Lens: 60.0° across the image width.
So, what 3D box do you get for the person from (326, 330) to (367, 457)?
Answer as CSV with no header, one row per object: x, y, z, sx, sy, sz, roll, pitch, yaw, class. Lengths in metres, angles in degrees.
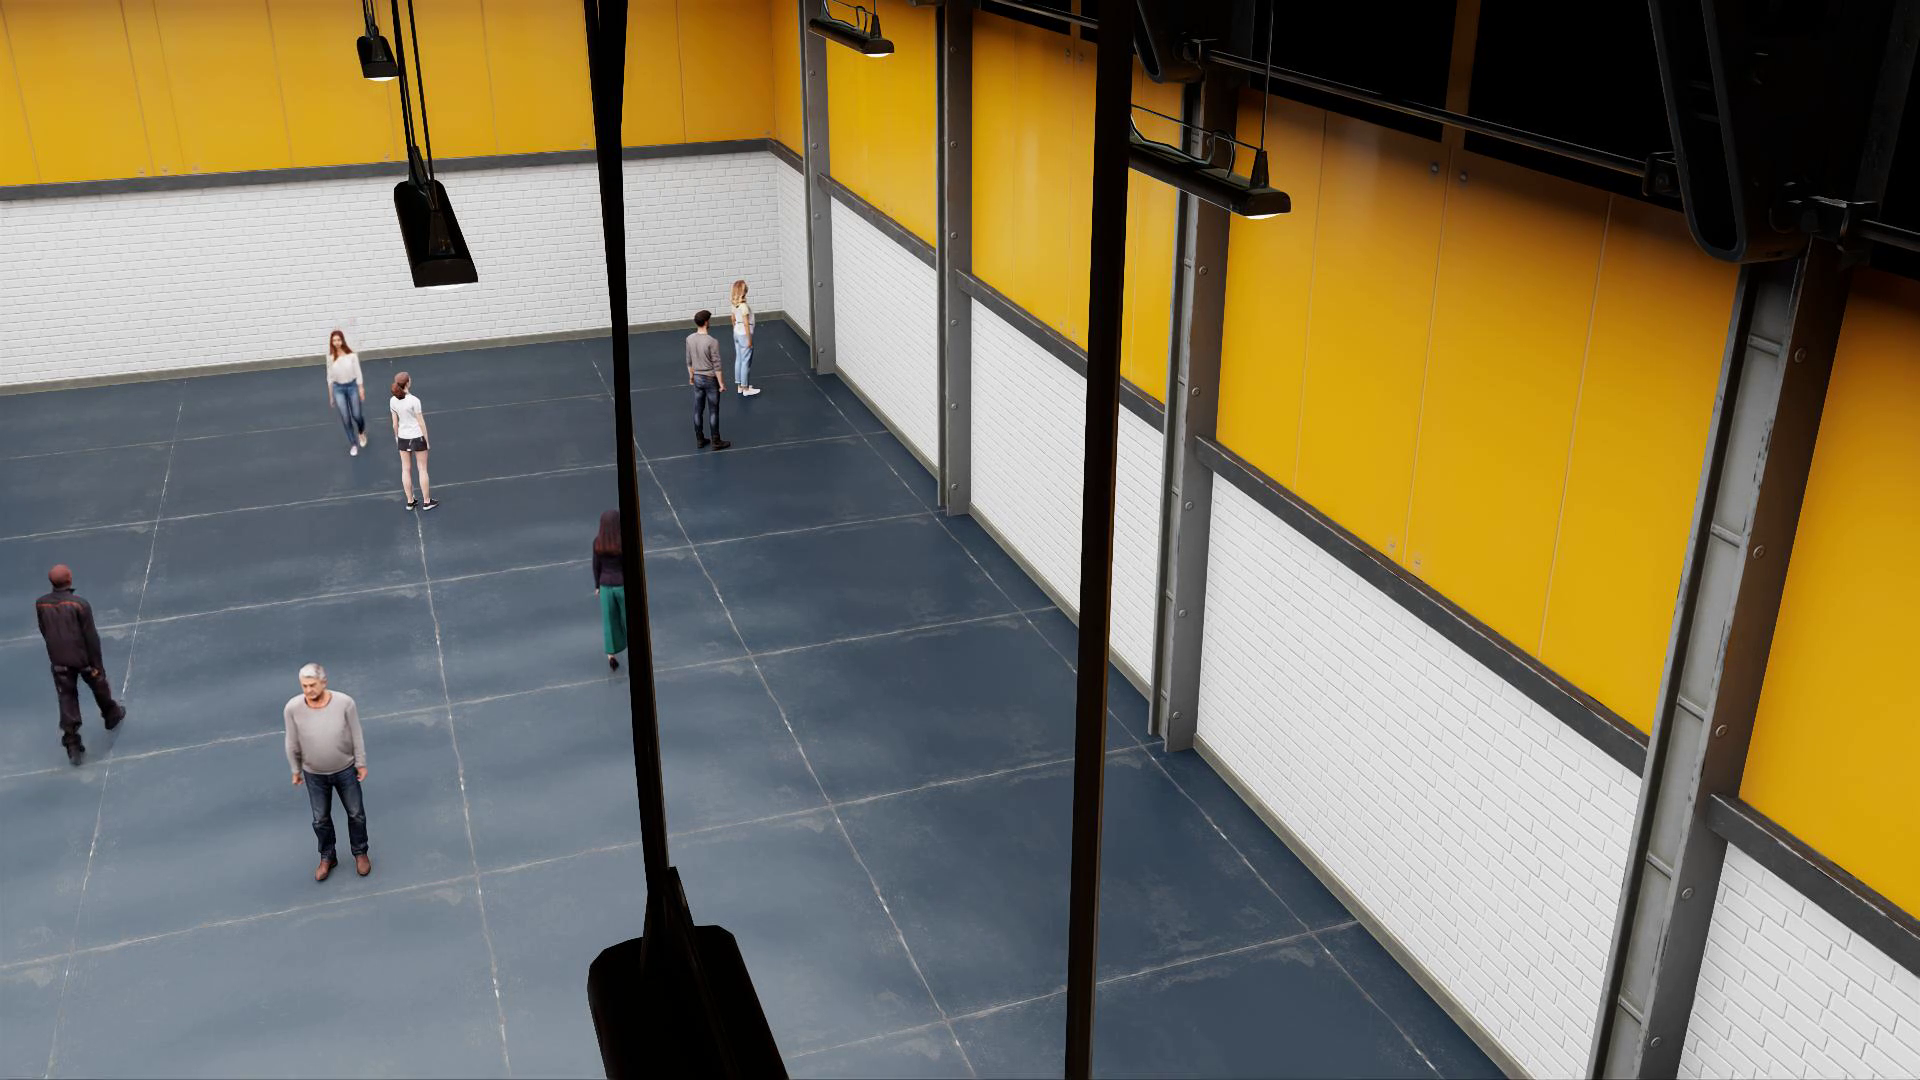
-8.206,-1.999,22.262,0.643,1.717,0.712,-5,24,-11,person

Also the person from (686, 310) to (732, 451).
-3.425,-2.153,22.381,0.767,1.903,0.834,11,26,24,person

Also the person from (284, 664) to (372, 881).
-5.034,1.817,13.294,0.767,1.908,0.664,-5,24,-11,person

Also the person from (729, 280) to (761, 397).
-3.202,-2.990,24.520,0.738,1.723,0.563,-15,28,-31,person

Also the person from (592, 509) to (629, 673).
-3.399,0.505,16.507,0.711,1.738,0.697,3,24,8,person

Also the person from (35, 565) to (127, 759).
-8.062,1.108,15.045,0.881,1.804,1.250,-2,24,-5,person

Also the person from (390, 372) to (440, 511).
-6.739,-1.218,20.429,0.653,1.752,0.685,2,24,6,person
